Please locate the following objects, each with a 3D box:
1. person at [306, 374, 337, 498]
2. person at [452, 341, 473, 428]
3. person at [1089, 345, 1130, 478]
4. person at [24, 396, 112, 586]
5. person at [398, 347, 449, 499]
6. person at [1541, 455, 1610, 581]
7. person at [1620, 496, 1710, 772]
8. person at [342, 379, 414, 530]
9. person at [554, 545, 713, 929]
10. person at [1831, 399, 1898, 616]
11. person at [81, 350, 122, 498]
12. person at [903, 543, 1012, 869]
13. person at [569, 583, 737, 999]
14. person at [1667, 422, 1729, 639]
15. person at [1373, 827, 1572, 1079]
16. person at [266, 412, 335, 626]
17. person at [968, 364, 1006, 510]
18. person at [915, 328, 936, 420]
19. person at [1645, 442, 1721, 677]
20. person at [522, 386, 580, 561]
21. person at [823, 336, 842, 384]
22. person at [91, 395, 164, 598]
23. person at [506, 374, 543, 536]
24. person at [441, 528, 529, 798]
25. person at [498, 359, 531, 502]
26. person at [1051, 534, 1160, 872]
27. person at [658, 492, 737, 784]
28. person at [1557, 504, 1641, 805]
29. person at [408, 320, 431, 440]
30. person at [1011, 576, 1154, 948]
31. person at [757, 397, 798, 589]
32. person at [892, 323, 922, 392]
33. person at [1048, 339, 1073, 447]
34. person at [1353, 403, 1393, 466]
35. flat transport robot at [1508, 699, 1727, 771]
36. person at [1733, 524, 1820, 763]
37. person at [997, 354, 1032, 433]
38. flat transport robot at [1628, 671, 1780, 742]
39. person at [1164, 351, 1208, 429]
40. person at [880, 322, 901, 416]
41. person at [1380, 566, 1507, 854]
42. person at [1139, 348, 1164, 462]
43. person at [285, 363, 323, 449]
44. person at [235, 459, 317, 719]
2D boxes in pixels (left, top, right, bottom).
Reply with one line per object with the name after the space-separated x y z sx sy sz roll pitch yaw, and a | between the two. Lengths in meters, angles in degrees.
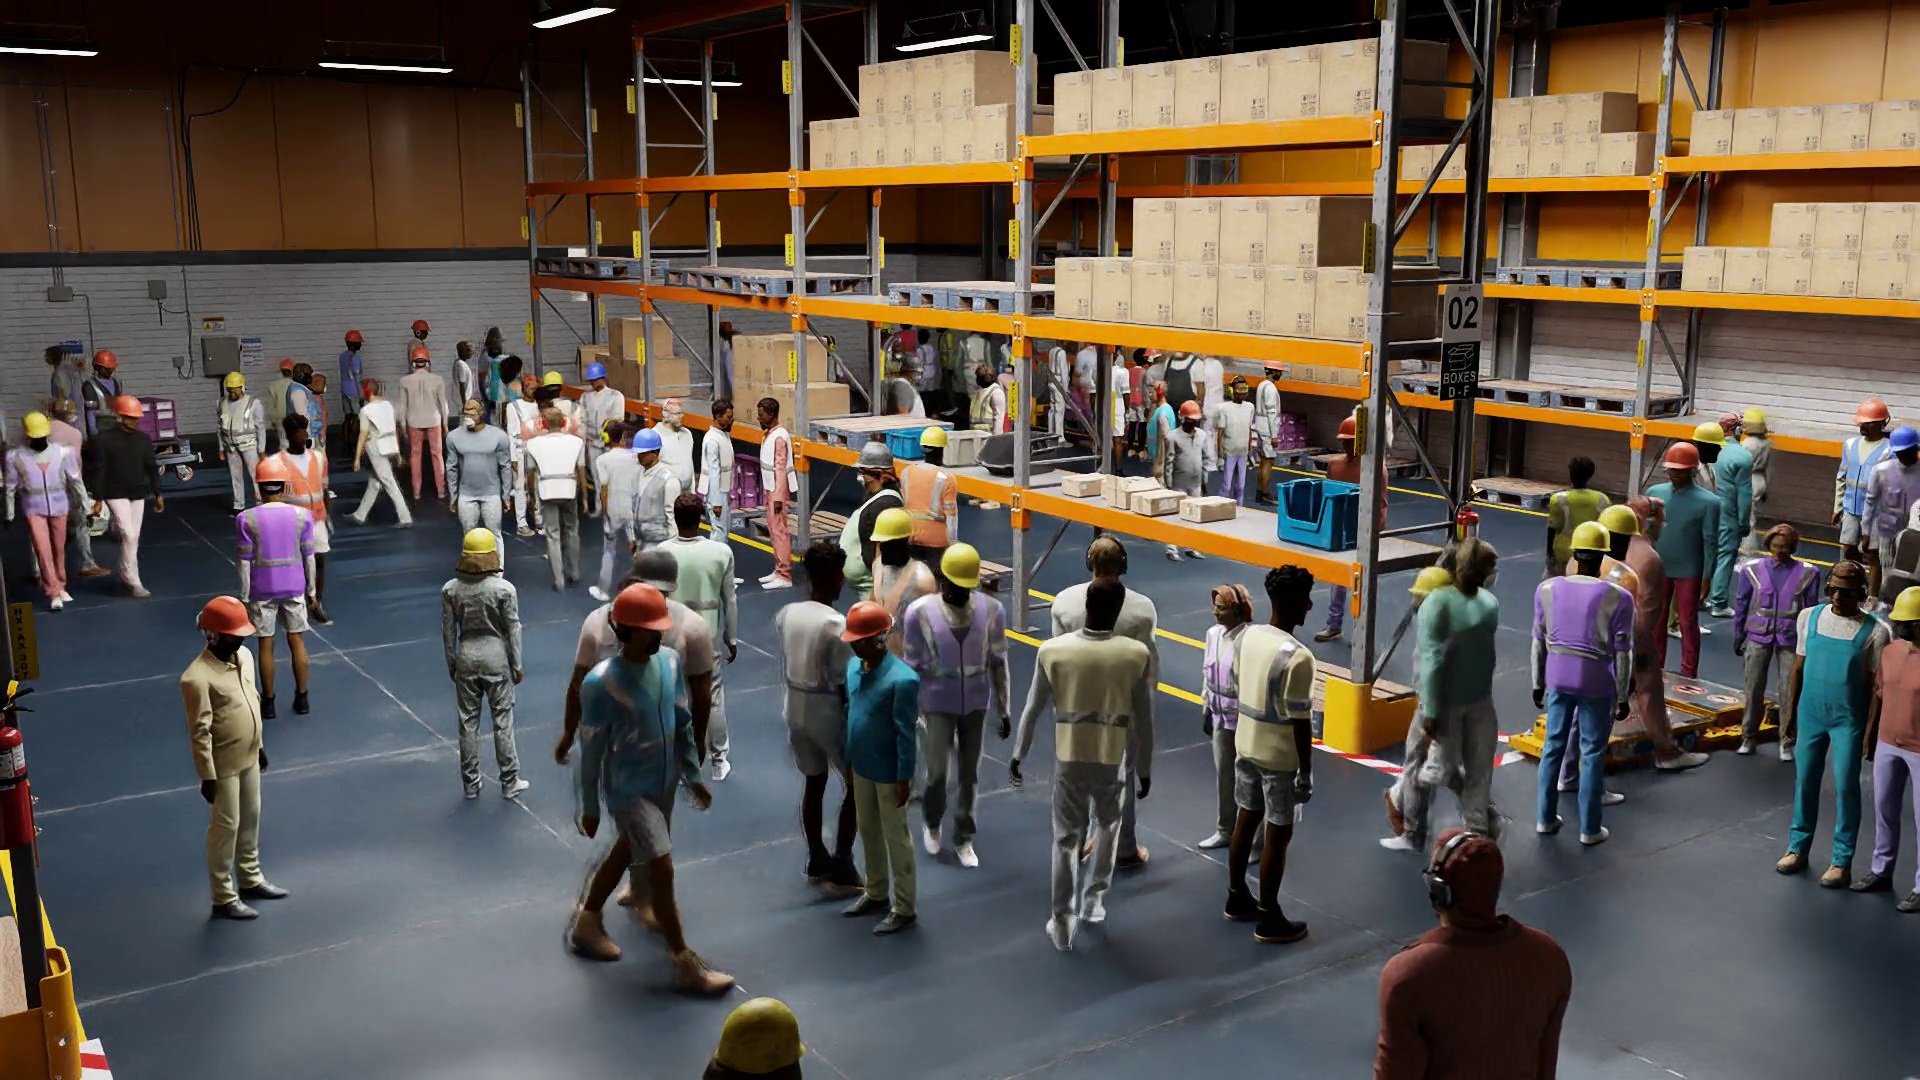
-8.438 -1.373 21.923 0.287 1.633 0.497 -5 12 -24 | person
-7.457 -2.077 25.020 0.347 1.835 0.511 -4 12 -21 | person
2.099 -1.797 23.240 0.600 1.967 0.368 5 12 24 | person
-9.110 -0.497 16.805 0.657 1.893 0.708 3 11 14 | person
-7.033 -1.533 21.851 0.621 1.986 0.409 -3 12 -16 | person
5.241 0.119 14.155 0.539 1.685 0.401 0 11 1 | person
4.554 0.631 11.071 0.955 1.859 0.663 -1 11 -6 | person
-6.922 -1.006 19.634 0.984 1.786 0.583 2 11 11 | person
-1.710 0.990 8.783 0.791 2.000 0.614 1 11 5 | person
8.289 -0.276 15.262 0.391 2.039 0.615 -6 12 -26 | person
-10.687 -1.374 20.904 0.404 2.033 0.608 3 11 14 | person
-0.010 0.937 9.426 0.592 1.896 0.432 -3 11 -14 | person
-1.559 1.170 8.038 1.062 1.994 0.603 6 12 27 | person
6.459 -0.081 14.582 0.395 1.919 0.588 10 15 41 | person
1.490 1.790 5.039 0.638 1.908 0.409 -4 12 -20 | person
-6.022 -0.200 15.119 0.678 1.947 0.610 9 14 38 | person
0.330 -1.309 21.081 0.429 1.837 0.620 -5 12 -22 | person
-0.628 -2.944 29.807 0.318 1.696 0.538 7 13 34 | person
5.517 0.227 12.842 0.406 1.987 0.620 -8 14 -37 | person
-4.404 -0.737 18.022 0.603 1.900 1.006 0 11 -1 | person
-2.002 -2.246 25.835 0.331 1.859 0.500 -8 14 -36 | person
-8.024 -0.420 16.170 0.732 1.965 0.627 5 12 26 | person
-4.986 -0.987 19.326 0.358 1.880 0.575 9 14 39 | person
-3.027 0.784 10.609 0.492 1.741 0.319 0 11 2 | person
-5.637 -1.407 21.473 0.597 1.874 0.609 -2 11 -8 | person
0.825 0.919 9.413 0.631 1.940 0.372 5 12 25 | person
-1.749 0.646 10.862 0.597 1.916 0.371 -3 11 -14 | person
4.042 0.722 10.485 0.402 1.917 0.592 -4 12 -20 | person
-8.946 -2.662 27.630 0.405 1.986 0.612 0 11 1 | person
0.620 1.121 8.545 0.732 1.880 0.631 1 11 4 | person
-1.840 -0.478 16.653 0.409 1.907 0.598 -3 12 -17 | person
-0.988 -3.212 30.803 0.624 1.845 0.430 -3 11 -14 | person
1.595 -2.433 26.696 0.354 1.887 0.573 -4 12 -20 | person
5.150 -1.175 20.904 0.528 1.627 0.462 -1 11 -5 | person
4.585 1.333 11.573 1.431 0.197 0.652 -6 13 -28 | flat transport robot
5.563 0.690 11.371 0.527 1.631 0.321 6 13 29 | person
0.787 -1.841 24.034 0.519 1.752 0.373 0 11 -2 | person
5.334 1.181 12.348 0.652 0.197 1.431 -6 13 -28 | flat transport robot
3.256 -1.998 24.078 0.720 2.000 0.745 8 14 35 | person
-1.330 -3.107 30.313 0.403 1.825 0.593 -9 14 -40 | person
2.787 1.002 9.527 0.604 1.723 0.490 9 14 38 | person
2.893 -2.052 25.088 0.332 1.753 0.561 5 12 25 | person
-8.354 -1.339 21.231 0.429 1.838 0.622 -6 12 -27 | person
-5.054 0.361 12.313 0.550 1.925 0.391 -8 13 -34 | person
